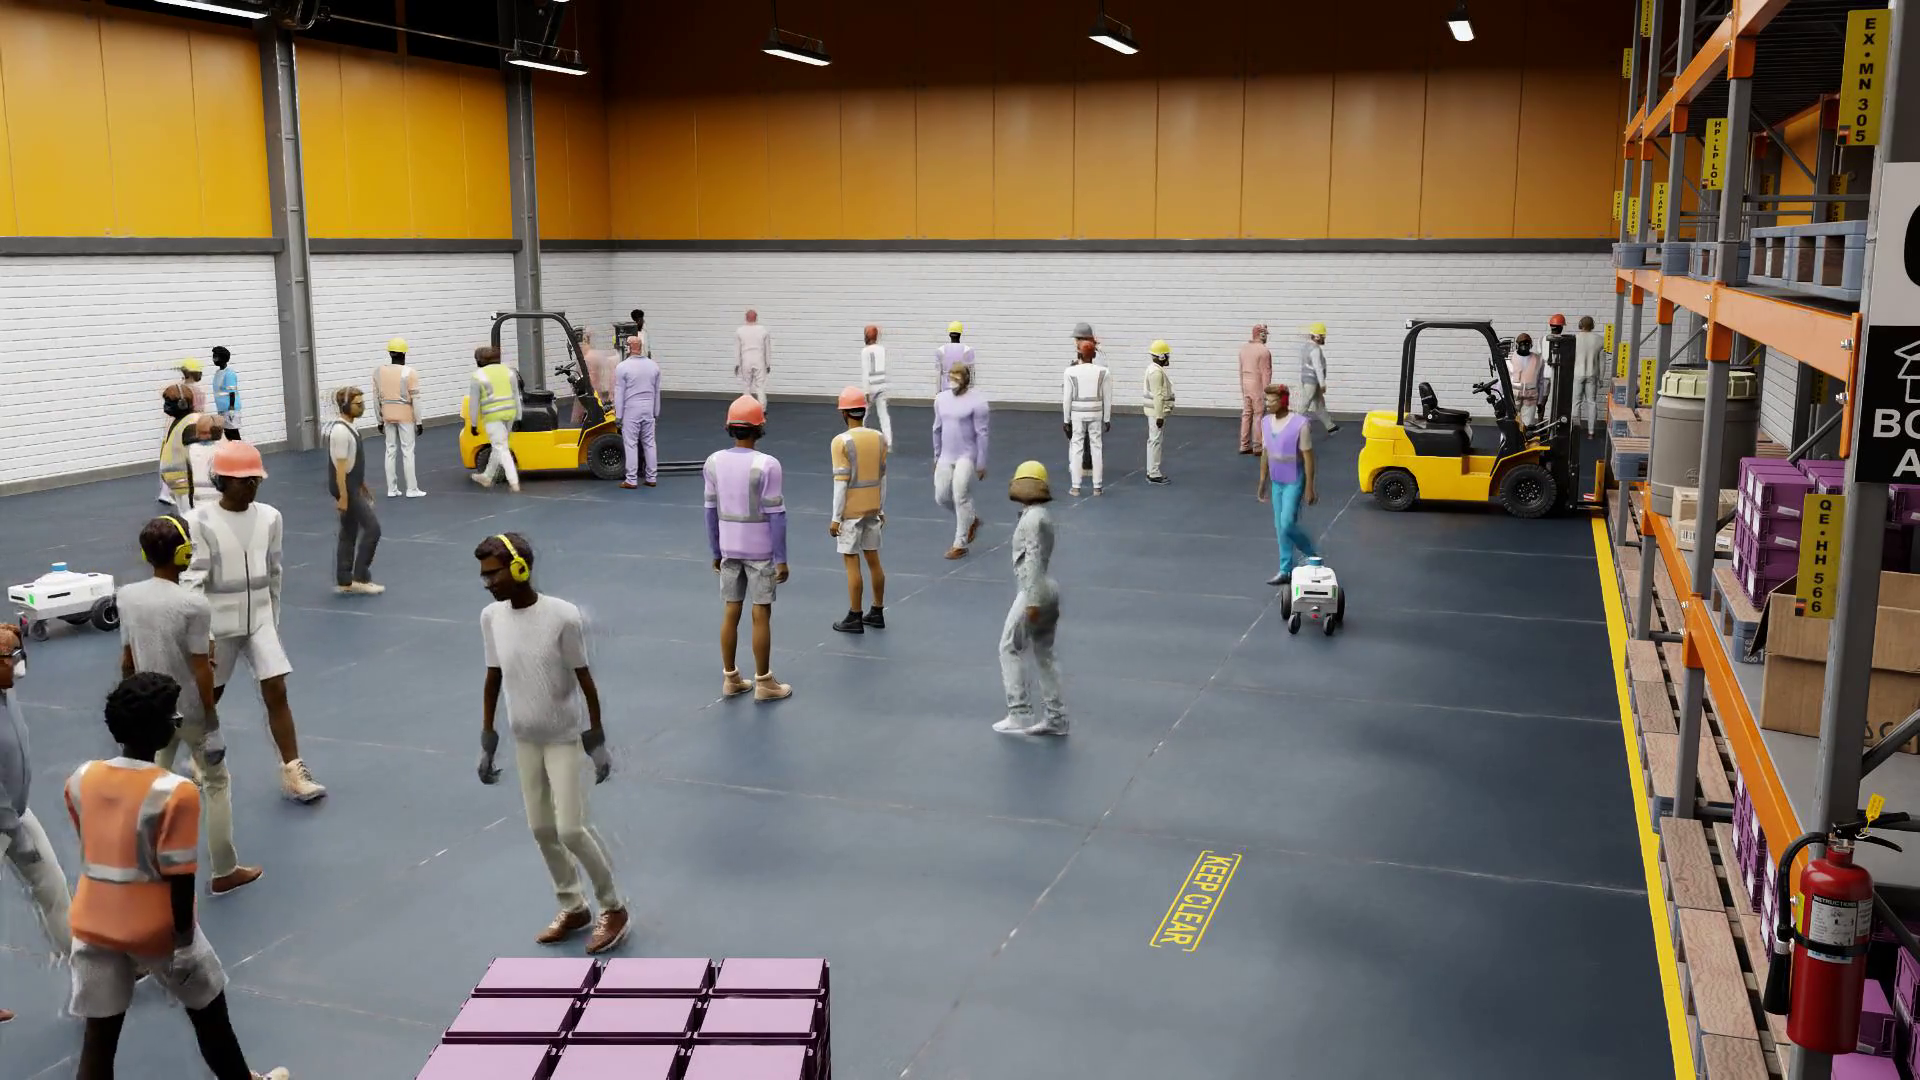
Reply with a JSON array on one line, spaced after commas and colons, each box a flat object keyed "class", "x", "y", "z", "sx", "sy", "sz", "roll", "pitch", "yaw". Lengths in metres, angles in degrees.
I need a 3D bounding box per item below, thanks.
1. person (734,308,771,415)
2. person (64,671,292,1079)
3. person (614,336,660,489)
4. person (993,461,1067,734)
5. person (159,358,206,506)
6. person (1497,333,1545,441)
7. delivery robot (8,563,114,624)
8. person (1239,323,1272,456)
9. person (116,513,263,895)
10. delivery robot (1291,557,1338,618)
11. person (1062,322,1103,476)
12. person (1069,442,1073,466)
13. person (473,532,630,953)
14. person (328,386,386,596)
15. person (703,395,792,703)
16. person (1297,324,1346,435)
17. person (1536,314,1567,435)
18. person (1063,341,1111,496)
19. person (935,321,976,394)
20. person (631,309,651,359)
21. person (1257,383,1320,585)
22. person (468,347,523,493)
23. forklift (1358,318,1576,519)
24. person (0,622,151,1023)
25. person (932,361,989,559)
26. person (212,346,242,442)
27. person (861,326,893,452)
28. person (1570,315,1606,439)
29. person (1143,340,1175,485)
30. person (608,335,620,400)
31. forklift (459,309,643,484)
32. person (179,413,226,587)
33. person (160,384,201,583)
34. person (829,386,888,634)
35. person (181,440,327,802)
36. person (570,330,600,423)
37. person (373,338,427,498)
[{"class": "person", "x": -3.692, "y": -3.175, "z": 29.683, "sx": 0.650, "sy": 1.907, "sz": 0.402, "roll": -1, "pitch": 10, "yaw": -7}, {"class": "person", "x": -2.632, "y": 1.243, "z": 5.487, "sx": 0.547, "sy": 1.655, "sz": 0.818, "roll": 3, "pitch": 10, "yaw": 15}, {"class": "person", "x": -4.051, "y": -1.590, "z": 20.780, "sx": 0.402, "sy": 1.901, "sz": 0.647, "roll": 10, "pitch": 14, "yaw": 44}, {"class": "person", "x": 0.441, "y": 0.373, "z": 10.307, "sx": 0.519, "sy": 1.694, "sz": 0.568, "roll": 4, "pitch": 11, "yaw": 19}, {"class": "person", "x": -9.039, "y": -1.267, "z": 19.466, "sx": 0.528, "sy": 1.721, "sz": 0.894, "roll": 4, "pitch": 11, "yaw": 21}, {"class": "person", "x": 7.598, "y": -1.878, "z": 22.559, "sx": 0.626, "sy": 1.844, "sz": 0.429, "roll": 1, "pitch": 10, "yaw": 6}, {"class": "delivery robot", "x": -7.002, "y": 0.421, "z": 12.967, "sx": 0.477, "sy": 0.478, "sz": 0.707, "roll": 6, "pitch": 12, "yaw": 30}, {"class": "person", "x": 4.302, "y": -2.169, "z": 24.017, "sx": 0.403, "sy": 1.906, "sz": 0.651, "roll": -5, "pitch": 11, "yaw": -25}, {"class": "person", "x": -3.571, "y": 0.801, "z": 7.490, "sx": 0.534, "sy": 1.833, "sz": 0.868, "roll": 3, "pitch": 10, "yaw": 16}, {"class": "delivery robot", "x": 2.812, "y": 0.380, "z": 13.200, "sx": 0.477, "sy": 0.478, "sz": 0.707, "roll": 2, "pitch": 10, "yaw": 10}, {"class": "person", "x": 1.607, "y": -1.848, "z": 21.828, "sx": 0.535, "sy": 2.000, "sz": 0.700, "roll": -2, "pitch": 10, "yaw": -10}, {"class": "person", "x": 1.700, "y": -1.792, "z": 22.639, "sx": 0.520, "sy": 1.639, "sz": 0.312, "roll": -4, "pitch": 11, "yaw": -23}, {"class": "person", "x": -1.787, "y": 0.863, "z": 7.153, "sx": 0.575, "sy": 1.826, "sz": 0.442, "roll": 4, "pitch": 11, "yaw": 22}, {"class": "person", "x": -5.191, "y": -0.416, "z": 14.382, "sx": 0.562, "sy": 1.829, "sz": 0.508, "roll": -3, "pitch": 11, "yaw": -18}, {"class": "person", "x": -1.398, "y": 0.063, "z": 11.045, "sx": 0.615, "sy": 2.047, "sz": 0.357, "roll": 5, "pitch": 11, "yaw": 28}, {"class": "person", "x": 5.674, "y": -2.506, "z": 26.232, "sx": 0.908, "sy": 1.787, "sz": 0.627, "roll": 1, "pitch": 10, "yaw": 4}, {"class": "person", "x": 9.469, "y": -2.632, "z": 26.533, "sx": 0.373, "sy": 1.934, "sz": 0.551, "roll": -8, "pitch": 13, "yaw": -36}, {"class": "person", "x": 1.537, "y": -1.471, "z": 20.148, "sx": 0.584, "sy": 1.883, "sz": 0.347, "roll": 0, "pitch": 10, "yaw": -2}, {"class": "person", "x": -0.065, "y": -2.218, "z": 24.227, "sx": 0.585, "sy": 1.929, "sz": 0.377, "roll": 1, "pitch": 10, "yaw": 4}, {"class": "person", "x": -5.446, "y": -2.925, "z": 28.175, "sx": 0.406, "sy": 1.954, "sz": 0.626, "roll": 8, "pitch": 13, "yaw": 37}, {"class": "person", "x": 2.914, "y": -0.496, "z": 14.826, "sx": 0.474, "sy": 1.818, "sz": 0.587, "roll": -5, "pitch": 11, "yaw": -27}, {"class": "person", "x": -5.736, "y": -1.480, "z": 20.481, "sx": 0.941, "sy": 1.782, "sz": 0.641, "roll": 8, "pitch": 13, "yaw": 38}, {"class": "forklift", "x": 5.787, "y": -1.437, "z": 19.079, "sx": 2.313, "sy": 2.155, "sz": 1.214, "roll": 3, "pitch": 11, "yaw": 19}, {"class": "person", "x": -3.649, "y": 1.103, "z": 6.461, "sx": 0.650, "sy": 1.610, "sz": 0.509, "roll": -2, "pitch": 10, "yaw": -9}, {"class": "person", "x": 0.034, "y": -0.788, "z": 16.191, "sx": 0.636, "sy": 1.921, "sz": 0.577, "roll": 8, "pitch": 13, "yaw": 38}, {"class": "person", "x": -9.821, "y": -1.755, "z": 22.298, "sx": 0.321, "sy": 1.690, "sz": 0.536, "roll": -9, "pitch": 14, "yaw": -42}, {"class": "person", "x": -1.354, "y": -2.224, "z": 24.497, "sx": 0.967, "sy": 1.835, "sz": 0.610, "roll": 7, "pitch": 13, "yaw": 36}, {"class": "person", "x": 9.745, "y": -2.531, "z": 25.963, "sx": 0.635, "sy": 1.936, "sz": 0.352, "roll": 1, "pitch": 10, "yaw": 3}, {"class": "person", "x": 2.534, "y": -1.627, "z": 21.162, "sx": 0.404, "sy": 1.831, "sz": 0.601, "roll": 0, "pitch": 10, "yaw": 2}, {"class": "person", "x": -4.910, "y": -2.133, "z": 24.228, "sx": 0.337, "sy": 1.760, "sz": 0.526, "roll": 9, "pitch": 13, "yaw": 41}, {"class": "forklift", "x": -5.354, "y": -1.902, "z": 21.697, "sx": 2.313, "sy": 2.155, "sz": 1.214, "roll": -2, "pitch": 10, "yaw": -13}, {"class": "person", "x": -6.324, "y": -0.267, "z": 14.096, "sx": 0.532, "sy": 1.616, "sz": 0.662, "roll": 5, "pitch": 11, "yaw": 26}, {"class": "person", "x": -6.735, "y": -0.444, "z": 14.525, "sx": 0.430, "sy": 1.835, "sz": 0.621, "roll": -8, "pitch": 13, "yaw": -37}, {"class": "person", "x": -0.818, "y": -0.237, "z": 13.051, "sx": 0.368, "sy": 1.933, "sz": 0.552, "roll": 9, "pitch": 14, "yaw": 42}, {"class": "person", "x": -3.961, "y": 0.441, "z": 9.110, "sx": 1.066, "sy": 1.993, "sz": 0.625, "roll": 8, "pitch": 13, "yaw": 38}, {"class": "person", "x": -5.130, "y": -1.995, "z": 23.144, "sx": 0.872, "sy": 1.883, "sz": 0.653, "roll": -5, "pitch": 11, "yaw": -25}, {"class": "person", "x": -6.725, "y": -1.461, "z": 19.966, "sx": 0.593, "sy": 1.925, "sz": 0.384, "roll": 2, "pitch": 10, "yaw": 12}]
